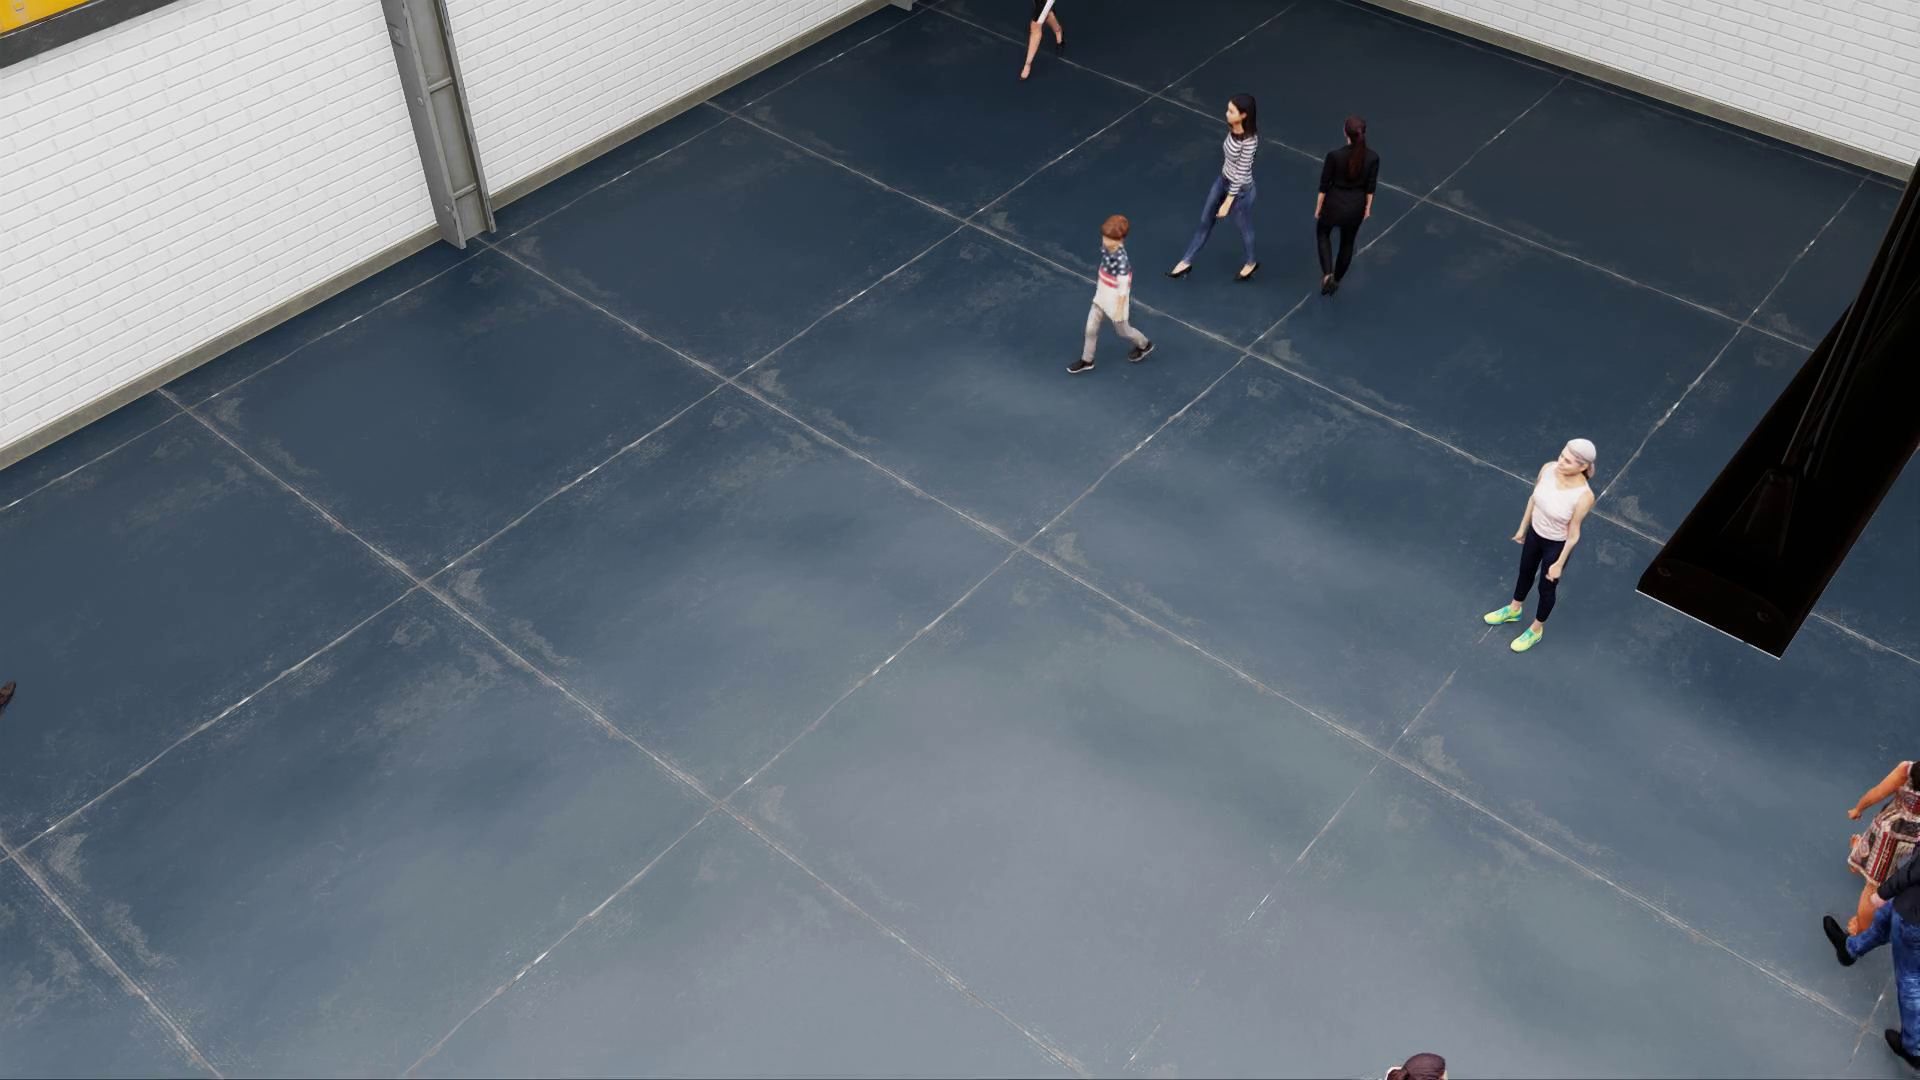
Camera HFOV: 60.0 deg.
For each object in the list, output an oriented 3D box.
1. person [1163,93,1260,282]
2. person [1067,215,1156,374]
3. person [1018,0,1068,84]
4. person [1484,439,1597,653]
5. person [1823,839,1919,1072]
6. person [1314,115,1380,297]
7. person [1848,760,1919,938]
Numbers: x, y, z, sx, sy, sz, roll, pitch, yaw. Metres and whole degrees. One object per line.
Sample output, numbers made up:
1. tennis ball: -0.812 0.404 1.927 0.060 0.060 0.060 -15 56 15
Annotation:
1. person: 2.361 -2.859 13.726 1.145 1.760 0.956 -13 45 -13
2. person: 1.252 -1.912 12.984 1.025 1.412 0.792 -18 46 -18
3. person: 0.875 -5.485 16.493 0.723 1.746 1.179 26 50 25
4. person: 3.816 0.005 10.761 0.671 1.703 0.672 -17 46 -17
5. person: 5.044 1.988 8.580 1.238 1.841 1.207 -8 44 -8
6. person: 3.125 -2.646 13.585 0.782 1.645 0.845 4 44 4
7. person: 5.162 1.675 9.075 0.923 1.611 1.116 9 44 10
